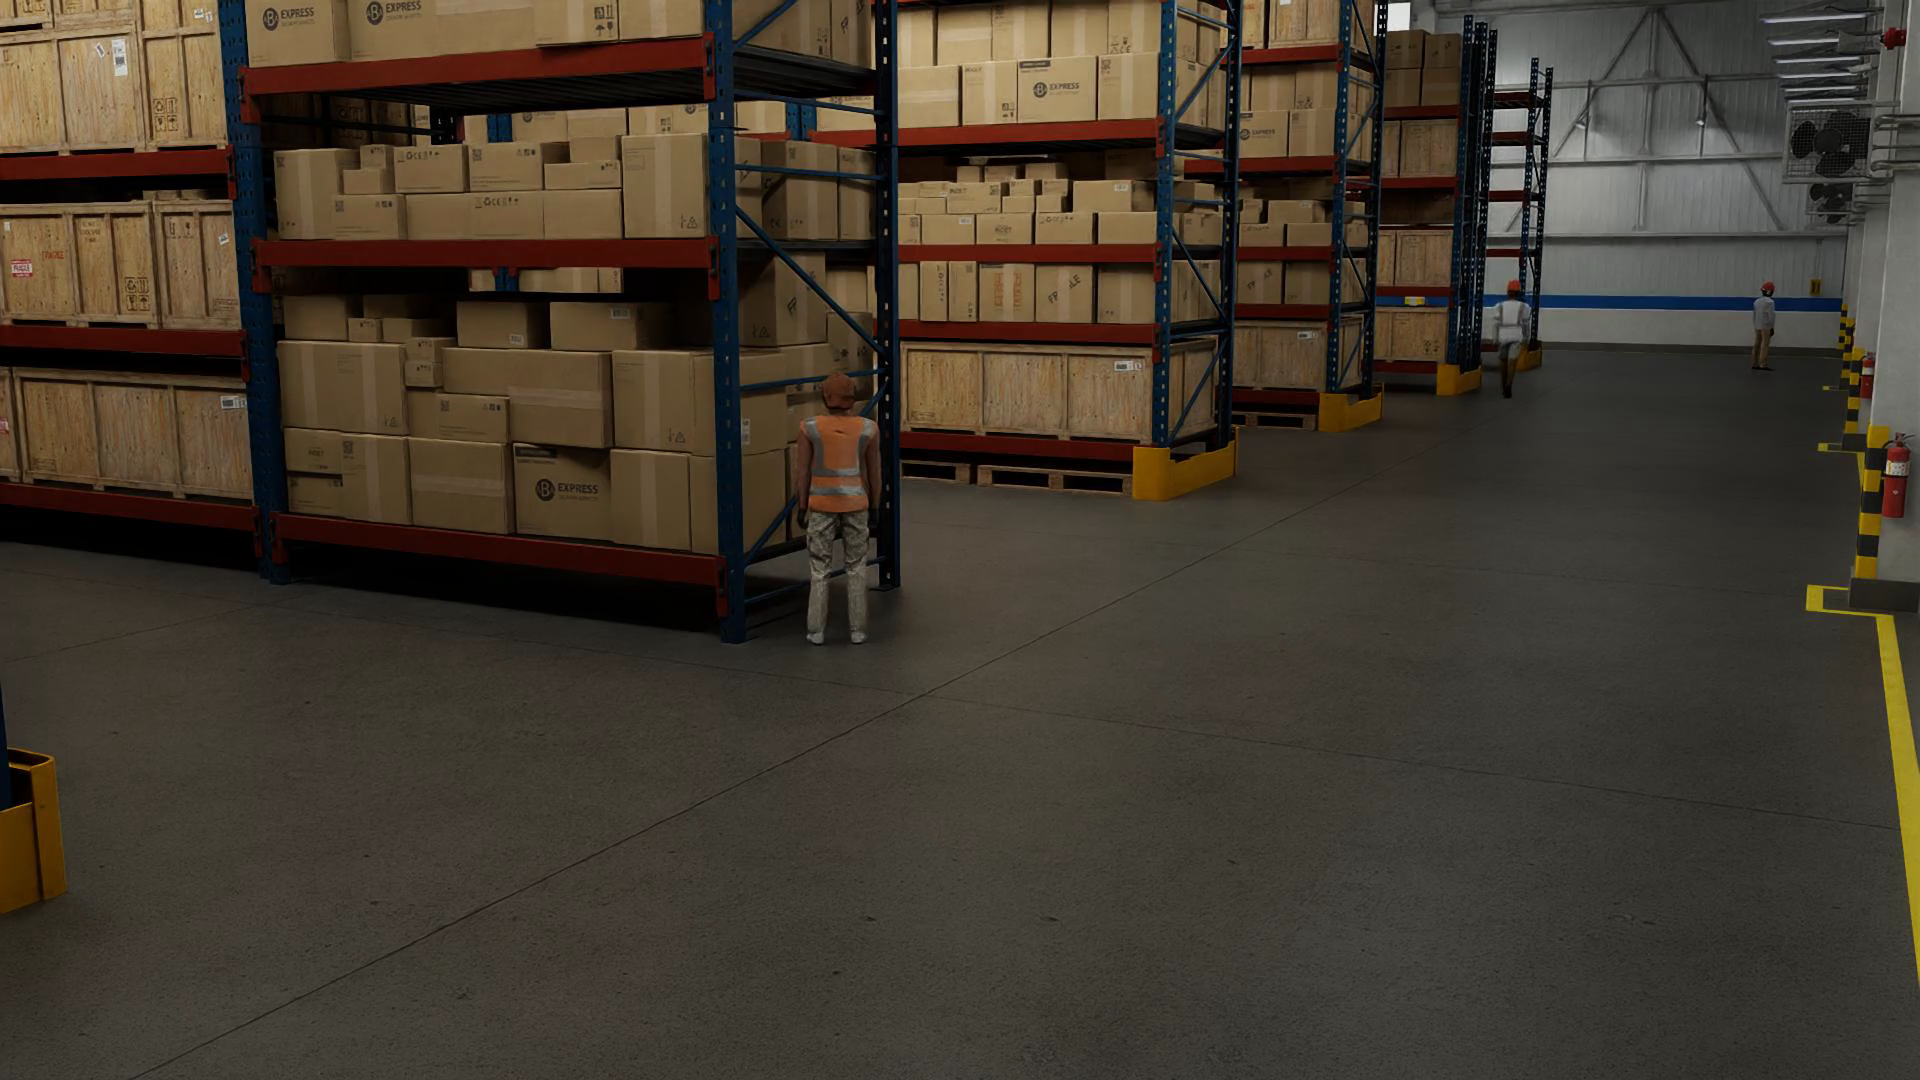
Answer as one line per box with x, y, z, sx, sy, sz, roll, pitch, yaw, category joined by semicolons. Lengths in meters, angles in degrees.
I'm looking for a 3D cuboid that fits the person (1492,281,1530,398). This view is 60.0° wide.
8.965;-3.265;27.048;0.568;1.889;1.006;5;11;26;person

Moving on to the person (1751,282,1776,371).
15.980;-4.233;33.011;0.329;1.751;0.567;-2;10;-12;person

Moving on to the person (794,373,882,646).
-0.719;-0.176;9.892;0.522;1.631;0.316;-2;10;-11;person
